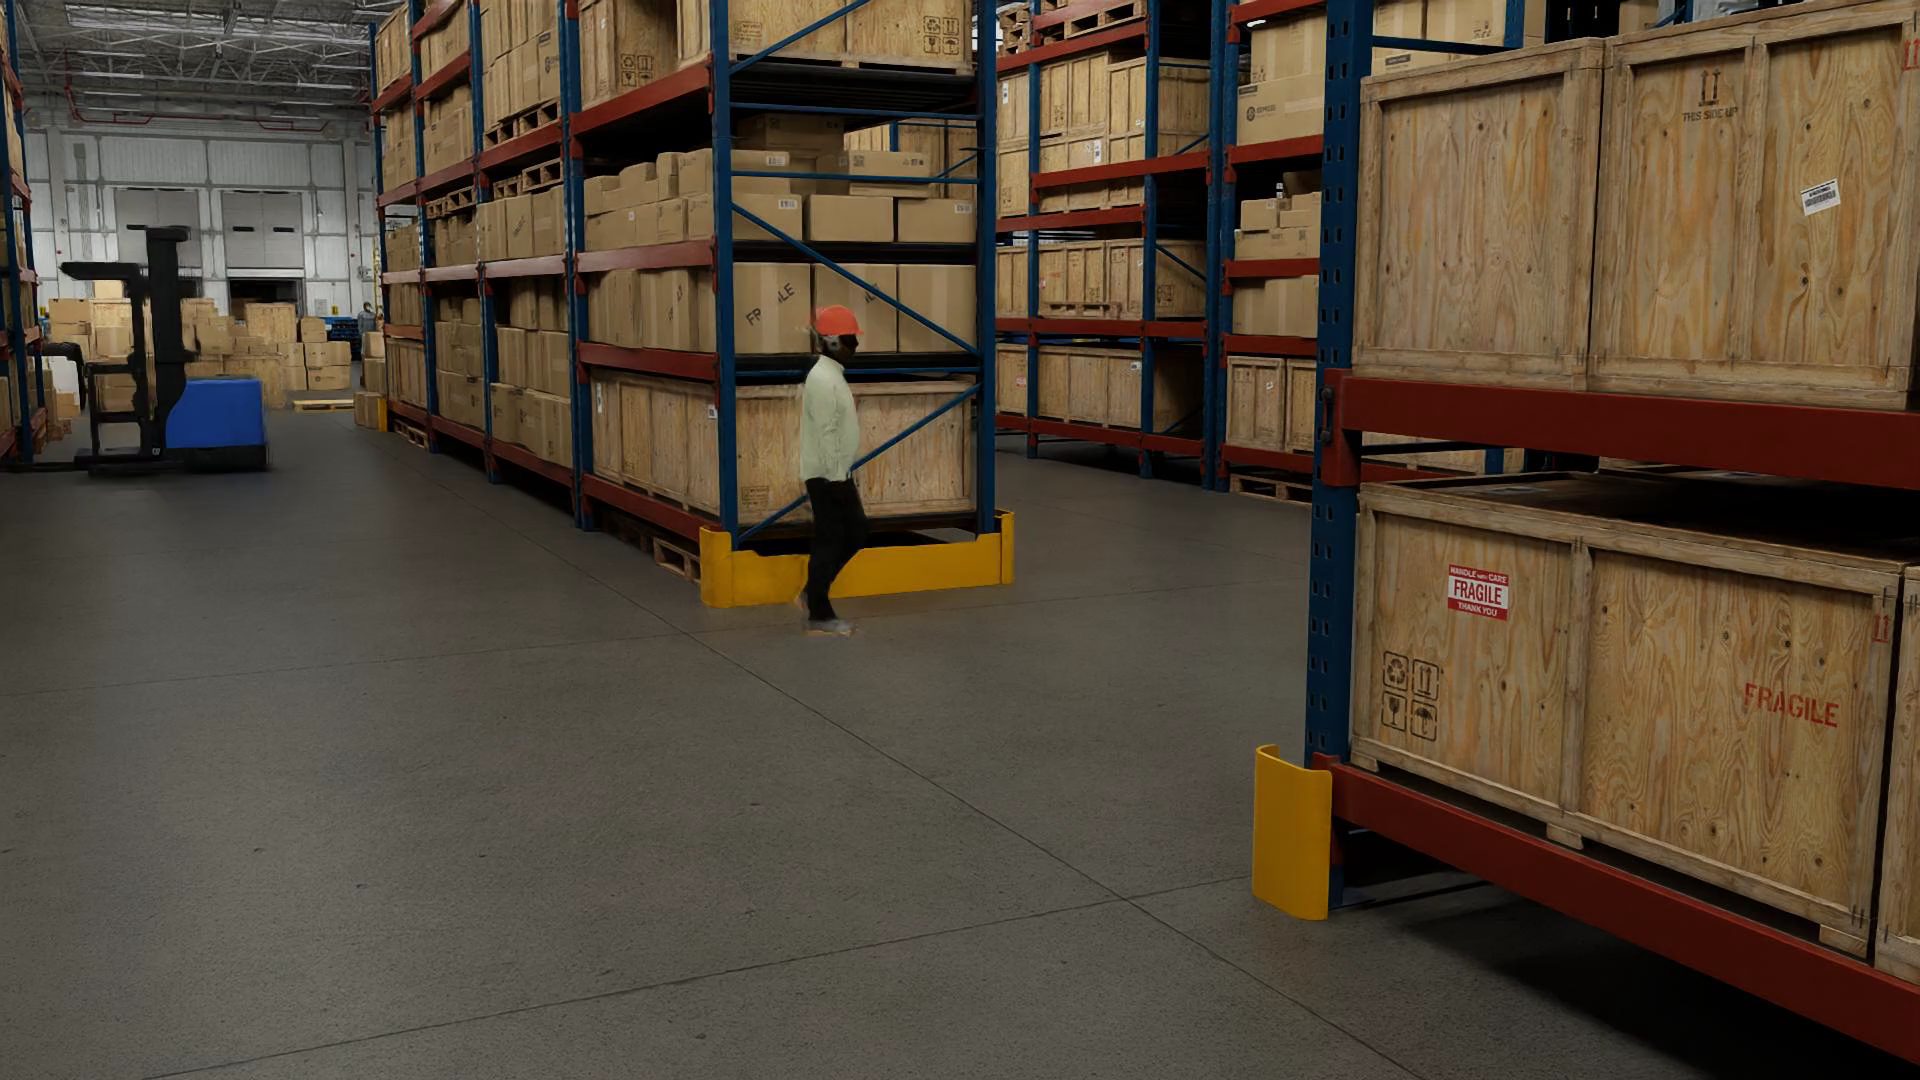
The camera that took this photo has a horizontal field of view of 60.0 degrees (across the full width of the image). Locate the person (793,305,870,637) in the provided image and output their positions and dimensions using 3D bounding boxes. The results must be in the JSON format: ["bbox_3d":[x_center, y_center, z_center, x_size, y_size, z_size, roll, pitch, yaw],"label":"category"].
[{"bbox_3d":[-0.748,-0.399,9.899,0.421,1.980,0.612,1,8,5],"label":"person"}]

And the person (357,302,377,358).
[{"bbox_3d":[-17.946,-6.252,50.432,0.377,1.940,0.628,7,11,39],"label":"person"}]

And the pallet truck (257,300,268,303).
[{"bbox_3d":[-23.913,-7.404,58.171,1.885,1.965,0.823,-1,8,-9],"label":"pallet truck"}]

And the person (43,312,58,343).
[{"bbox_3d":[-29.642,-6.633,54.201,0.805,1.591,0.536,4,9,26],"label":"person"}]

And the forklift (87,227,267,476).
[{"bbox_3d":[-9.170,-2.208,19.316,1.873,2.768,1.129,-4,9,-26],"label":"forklift"}]
